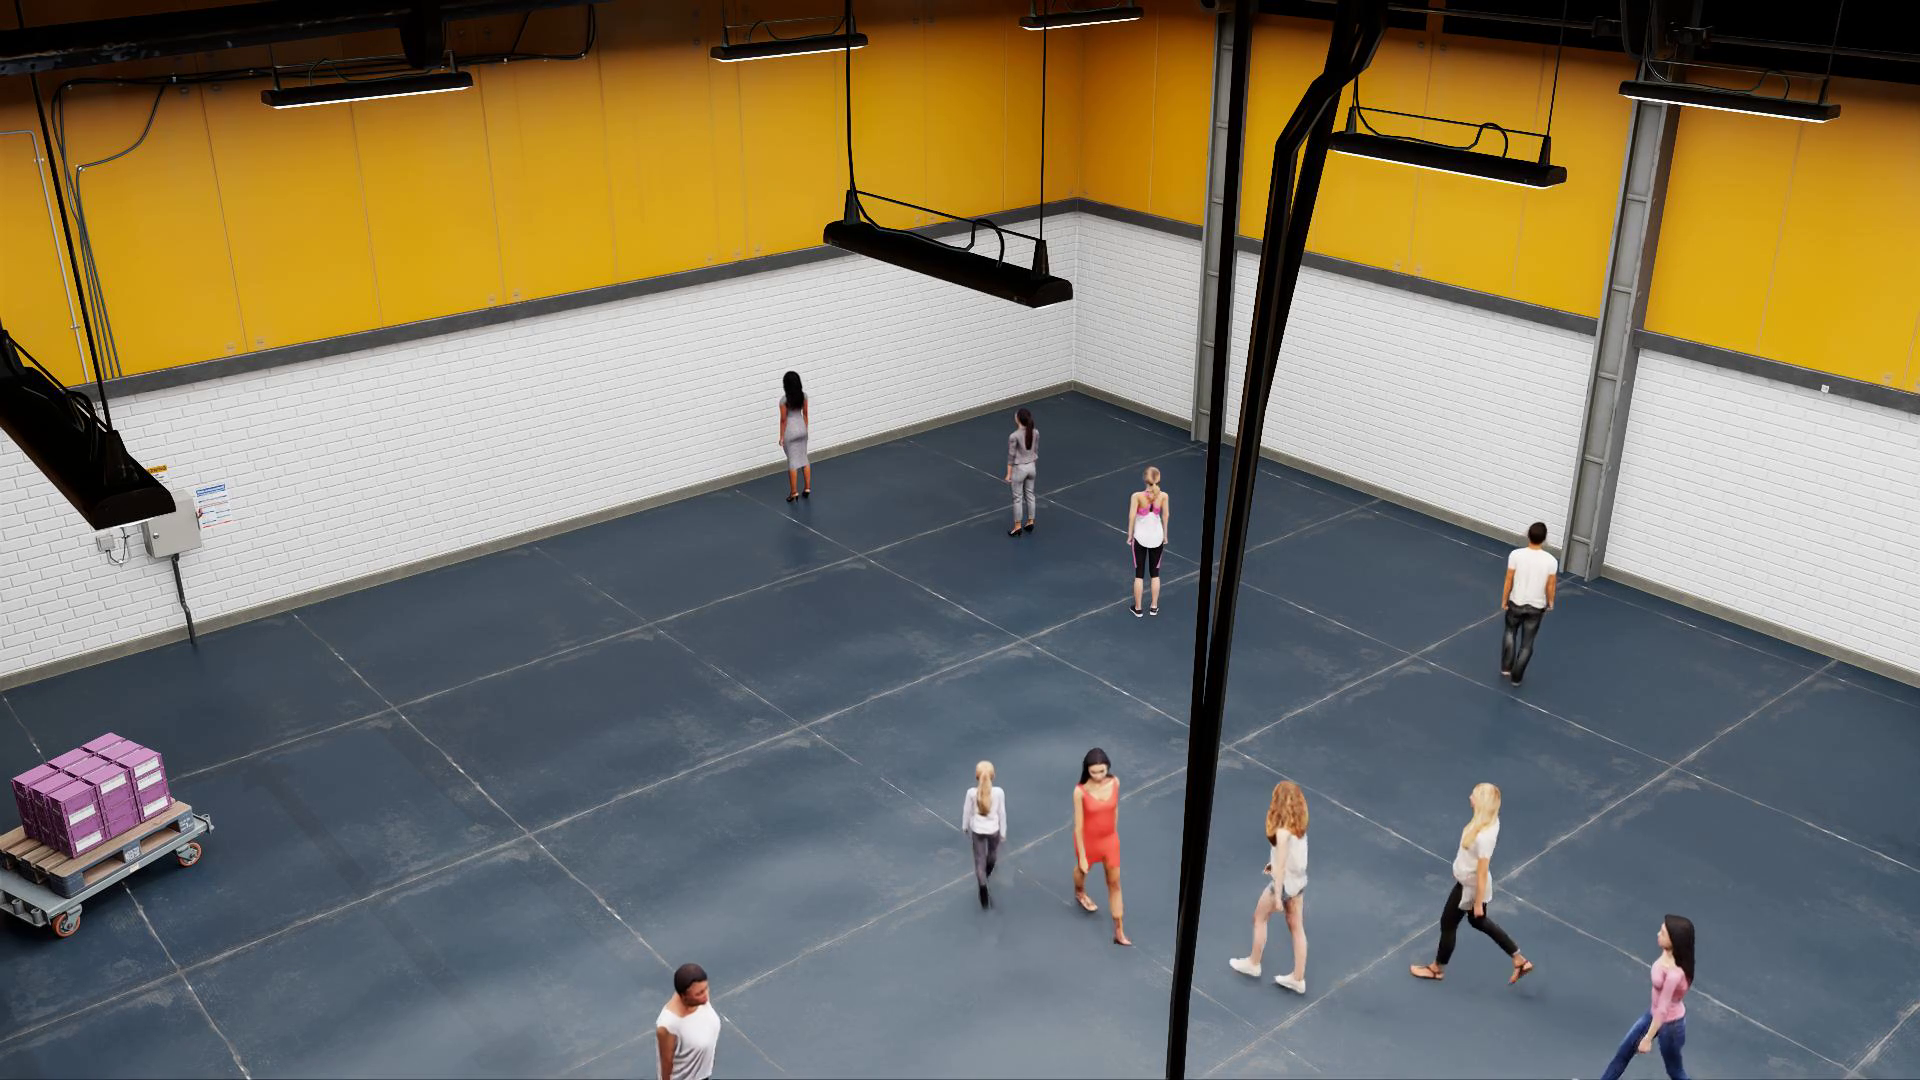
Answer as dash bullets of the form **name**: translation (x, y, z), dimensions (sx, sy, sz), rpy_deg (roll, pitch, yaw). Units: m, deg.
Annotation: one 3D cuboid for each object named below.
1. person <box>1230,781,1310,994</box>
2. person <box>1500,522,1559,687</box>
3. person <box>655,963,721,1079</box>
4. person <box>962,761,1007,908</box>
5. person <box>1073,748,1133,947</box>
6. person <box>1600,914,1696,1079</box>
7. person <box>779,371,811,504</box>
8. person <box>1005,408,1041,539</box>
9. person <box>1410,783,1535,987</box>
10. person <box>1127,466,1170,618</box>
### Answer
- **person**: translation (2.577, 2.675, 12.632), dimensions (0.881, 1.735, 0.665), rpy_deg (18, 29, 35)
- **person**: translation (5.821, 0.685, 17.113), dimensions (0.700, 1.793, 0.816), rpy_deg (10, 25, 21)
- **person**: translation (-1.831, 3.452, 10.947), dimensions (1.107, 1.662, 0.960), rpy_deg (7, 25, 16)
- **person**: translation (0.211, 2.450, 13.757), dimensions (0.827, 1.247, 0.934), rpy_deg (0, 24, -1)
- **person**: translation (1.045, 2.389, 13.374), dimensions (0.823, 1.665, 1.201), rpy_deg (-11, 26, -24)
- **person**: translation (4.841, 3.312, 11.235), dimensions (1.212, 1.687, 1.022), rpy_deg (7, 24, 15)
- **person**: translation (-2.154, -1.357, 21.800), dimensions (0.597, 1.781, 0.532), rpy_deg (-16, 28, -32)
- **person**: translation (0.785, -0.845, 20.757), dimensions (0.620, 1.678, 0.589), rpy_deg (-17, 29, -33)
- **person**: translation (3.993, 2.647, 12.617), dimensions (1.207, 1.799, 0.969), rpy_deg (8, 25, 19)
- **person**: translation (2.110, 0.012, 18.663), dimensions (0.687, 1.785, 0.700), rpy_deg (-2, 24, -6)
